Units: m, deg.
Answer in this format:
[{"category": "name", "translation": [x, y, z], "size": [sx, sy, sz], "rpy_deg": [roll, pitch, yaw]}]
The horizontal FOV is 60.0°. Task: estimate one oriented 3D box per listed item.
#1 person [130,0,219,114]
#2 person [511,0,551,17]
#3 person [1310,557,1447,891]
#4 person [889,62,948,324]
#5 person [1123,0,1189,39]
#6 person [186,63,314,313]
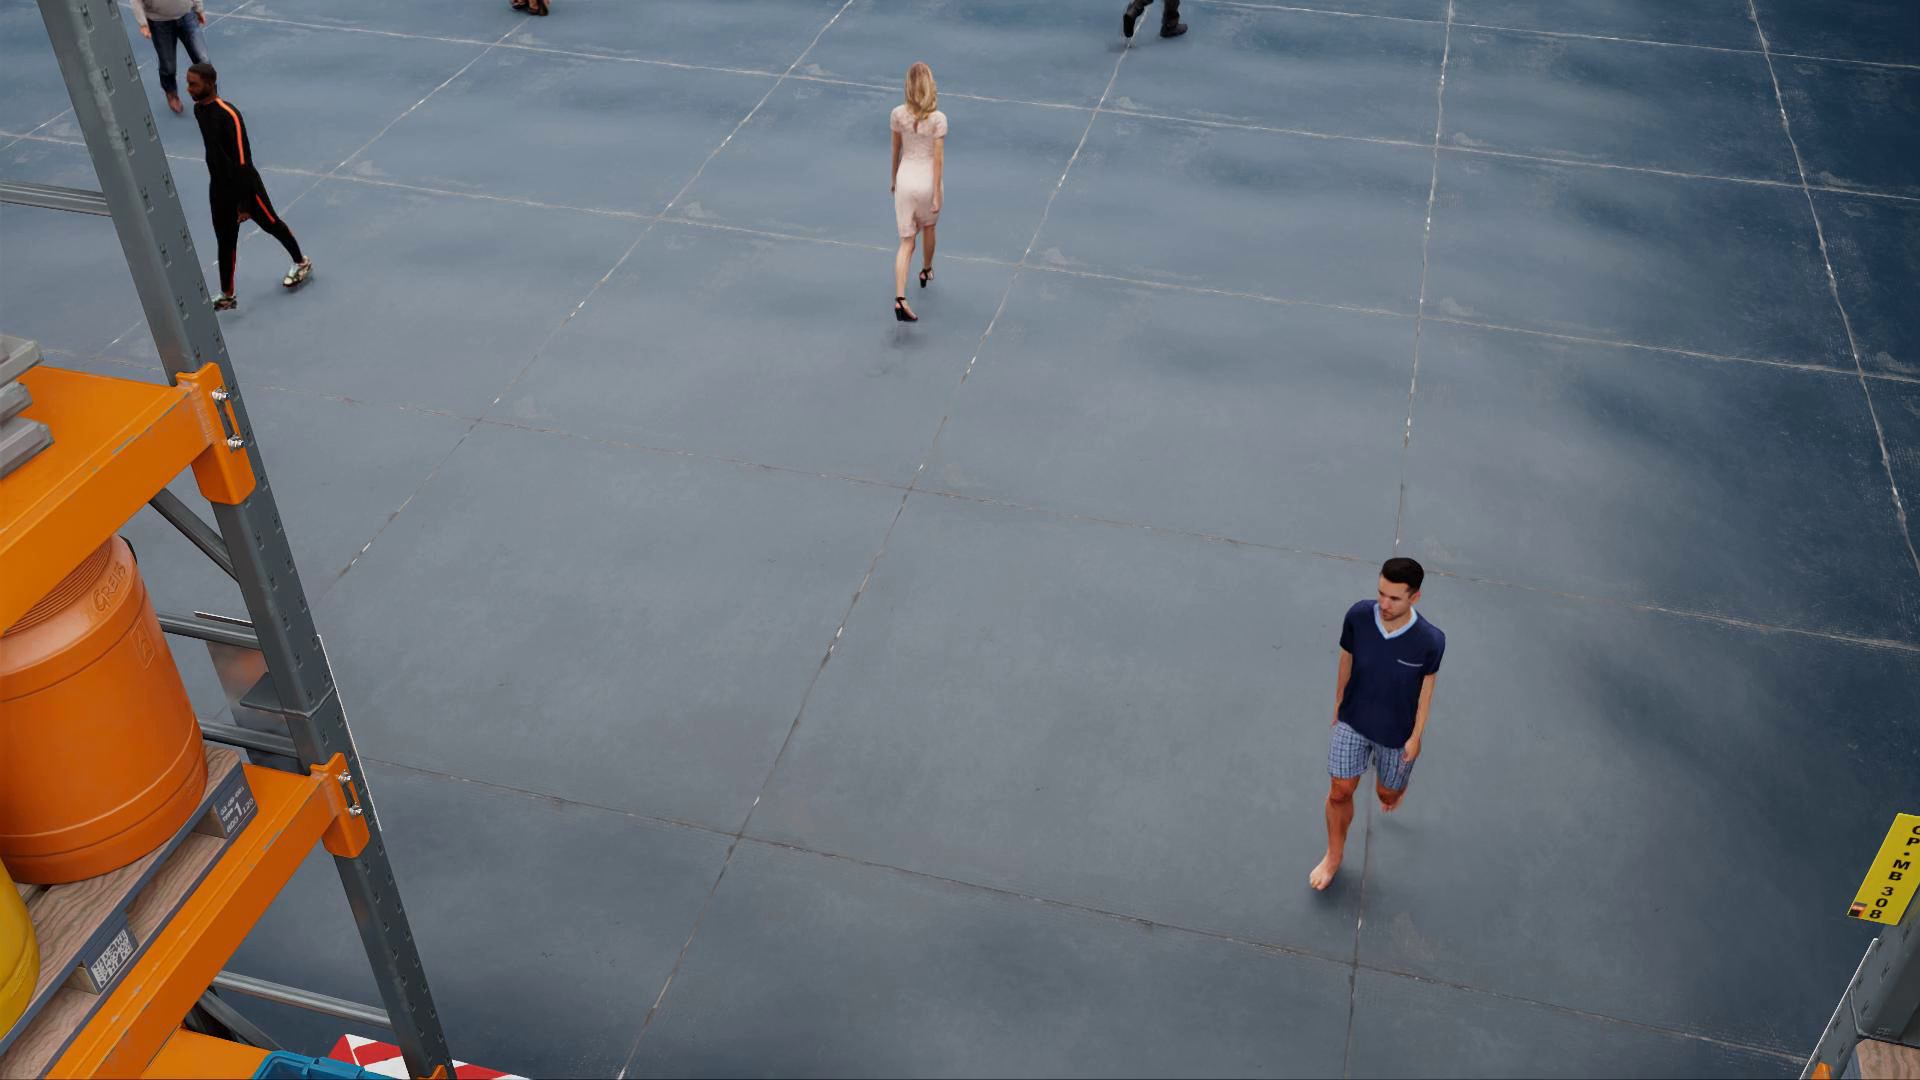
[{"category": "person", "translation": [-6.823, -4.508, 14.310], "size": [1.244, 1.877, 1.212], "rpy_deg": [-27, 45, -30]}, {"category": "person", "translation": [-4.370, -6.052, 16.483], "size": [0.763, 1.632, 0.740], "rpy_deg": [23, 43, 26]}, {"category": "person", "translation": [1.951, 0.778, 7.594], "size": [0.811, 1.827, 1.091], "rpy_deg": [22, 43, 25]}, {"category": "person", "translation": [-0.315, -2.358, 11.653], "size": [0.602, 1.765, 1.159], "rpy_deg": [9, 39, 12]}, {"category": "person", "translation": [1.894, -5.642, 15.823], "size": [1.136, 1.800, 1.034], "rpy_deg": [-25, 44, -28]}, {"category": "person", "translation": [-5.079, -2.543, 11.894], "size": [0.823, 1.760, 1.228], "rpy_deg": [18, 41, 21]}]
